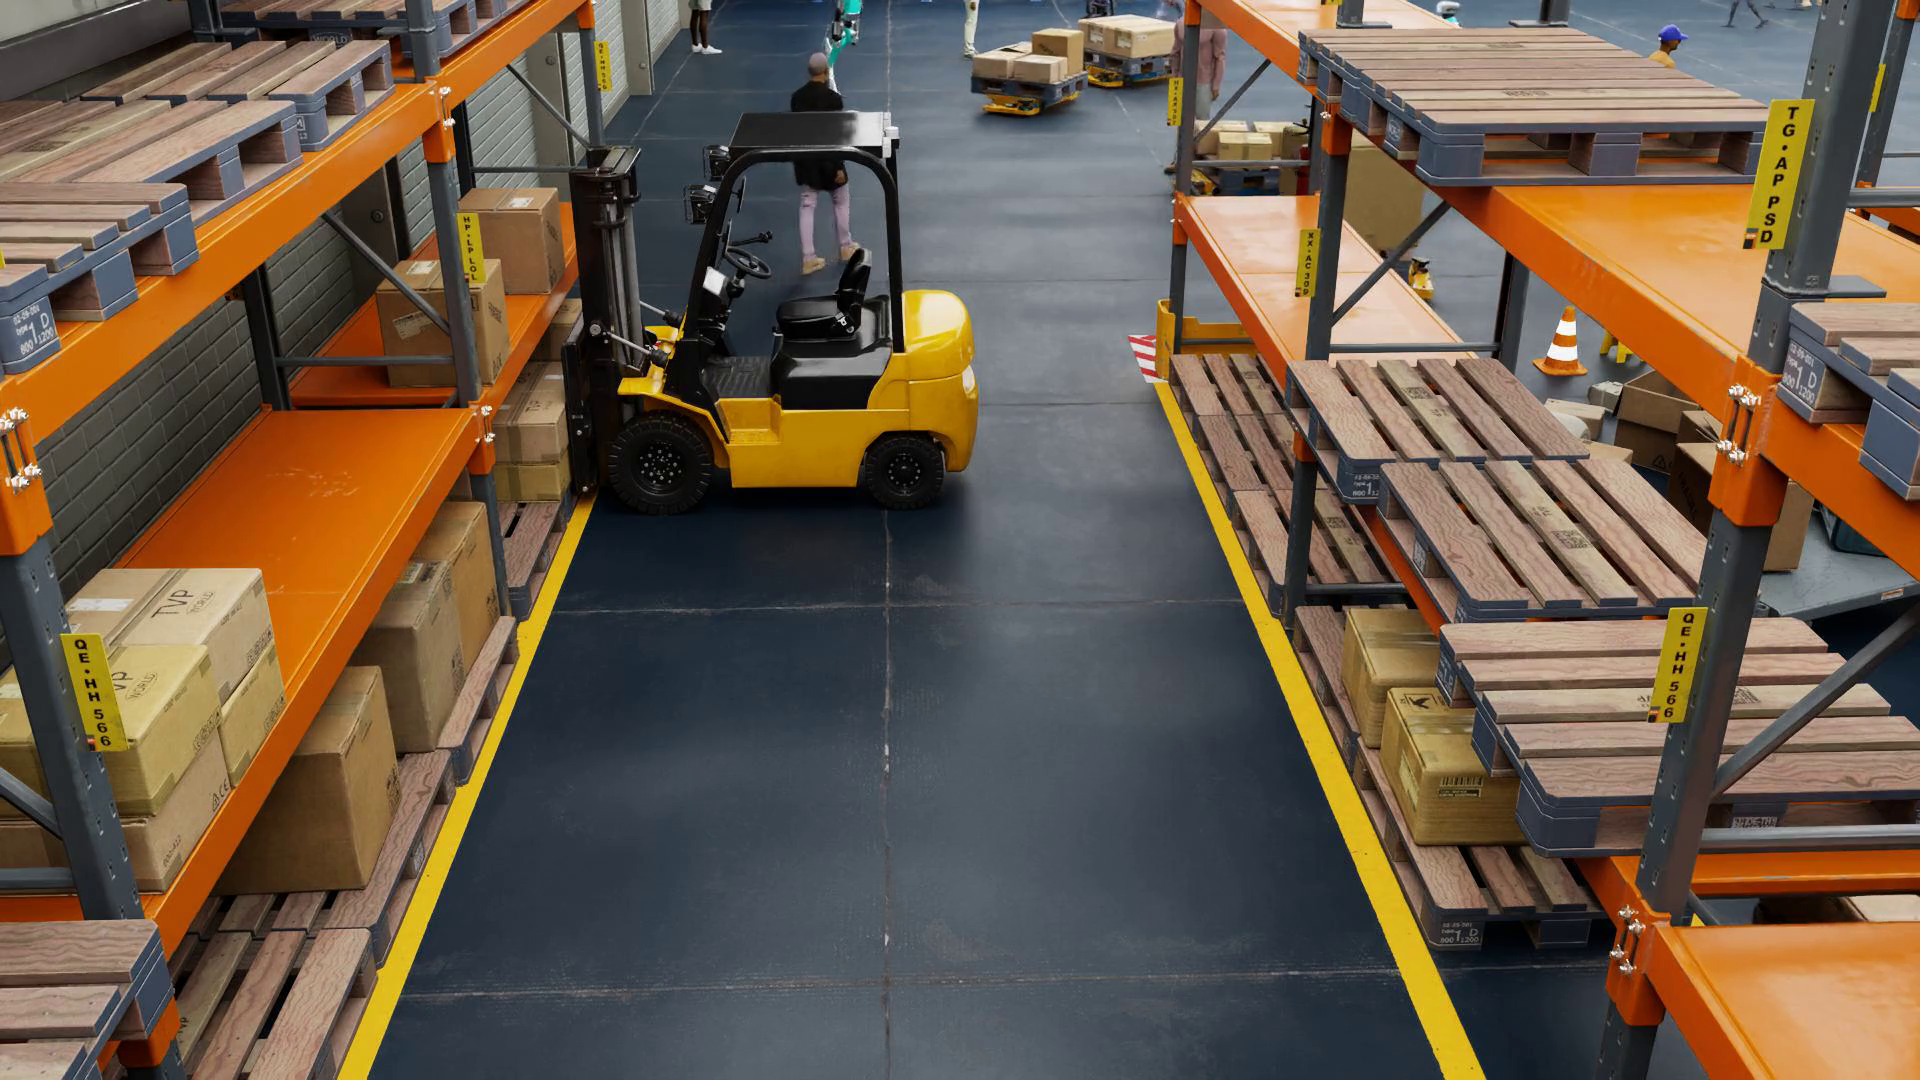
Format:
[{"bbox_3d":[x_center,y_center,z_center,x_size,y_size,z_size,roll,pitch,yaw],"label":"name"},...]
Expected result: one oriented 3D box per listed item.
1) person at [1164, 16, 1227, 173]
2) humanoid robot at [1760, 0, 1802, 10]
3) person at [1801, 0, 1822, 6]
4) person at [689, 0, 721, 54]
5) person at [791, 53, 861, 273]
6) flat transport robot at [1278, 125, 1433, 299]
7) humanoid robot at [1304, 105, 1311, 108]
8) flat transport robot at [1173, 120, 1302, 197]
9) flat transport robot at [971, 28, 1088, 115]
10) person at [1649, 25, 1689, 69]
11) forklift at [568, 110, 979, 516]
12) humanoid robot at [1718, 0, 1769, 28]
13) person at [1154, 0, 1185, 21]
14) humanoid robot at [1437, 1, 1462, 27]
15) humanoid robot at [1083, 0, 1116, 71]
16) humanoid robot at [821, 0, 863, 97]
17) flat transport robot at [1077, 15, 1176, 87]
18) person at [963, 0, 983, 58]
[{"bbox_3d":[2.490,-4.824,17.565,0.628,1.940,0.378,20,32,36],"label":"person"},{"bbox_3d":[14.607,-10.180,29.239,0.669,1.624,0.614,21,33,38],"label":"humanoid robot"},{"bbox_3d":[15.398,-10.480,29.609,0.514,1.886,0.393,1,25,1],"label":"person"},{"bbox_3d":[-3.904,-8.270,24.910,0.382,1.900,0.544,-17,30,-32],"label":"person"},{"bbox_3d":[-1.170,-3.289,14.437,0.563,1.824,0.867,11,28,23],"label":"person"},{"bbox_3d":[3.242,-2.248,14.065,1.431,0.231,0.659,4,26,9],"label":"flat transport robot"},{"bbox_3d":[4.587,-6.203,20.806,0.584,1.632,0.591,-16,30,-30],"label":"humanoid robot"},{"bbox_3d":[2.960,-3.615,16.958,1.431,0.231,0.659,-4,26,-8],"label":"flat transport robot"},{"bbox_3d":[0.903,-5.658,21.286,0.659,0.231,1.431,13,28,25],"label":"flat transport robot"},{"bbox_3d":[6.978,-4.269,16.646,0.351,1.717,0.456,-4,26,-8],"label":"person"},{"bbox_3d":[-1.043,-1.379,9.976,2.313,2.155,1.214,-1,25,-2],"label":"forklift"},{"bbox_3d":[12.962,-9.212,27.203,0.722,1.642,0.603,14,29,27],"label":"humanoid robot"},{"bbox_3d":[3.268,-8.235,24.970,1.008,1.782,0.578,-5,26,-10],"label":"person"},{"bbox_3d":[5.431,-4.939,17.994,0.756,1.729,0.530,-4,26,-9],"label":"humanoid robot"},{"bbox_3d":[1.950,-7.329,23.181,0.604,1.645,0.457,-20,32,-36],"label":"humanoid robot"},{"bbox_3d":[-1.596,-6.495,21.448,0.781,1.871,0.539,15,29,29],"label":"humanoid robot"},{"bbox_3d":[2.375,-6.447,22.956,1.431,0.231,0.659,-16,30,-30],"label":"flat transport robot"},{"bbox_3d":[0.215,-8.014,24.544,0.349,1.744,0.565,2,25,3],"label":"person"}]
